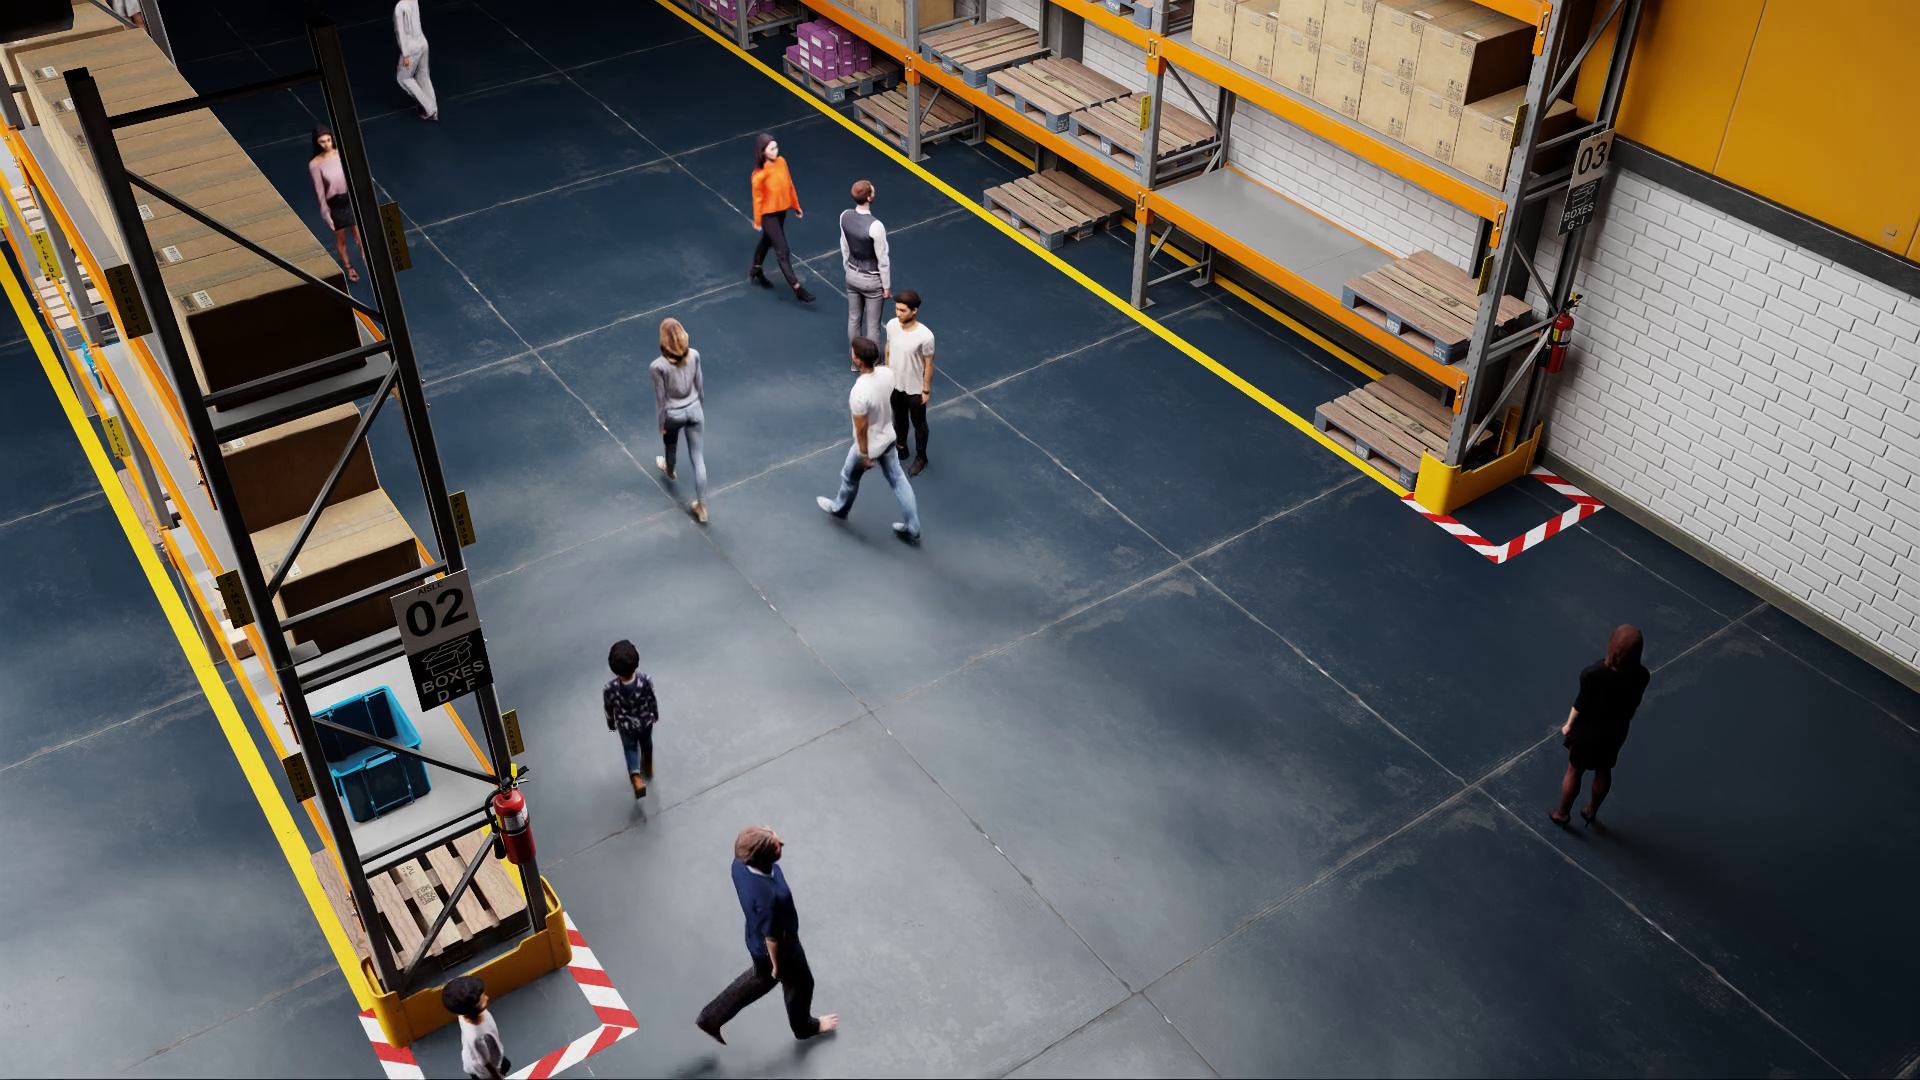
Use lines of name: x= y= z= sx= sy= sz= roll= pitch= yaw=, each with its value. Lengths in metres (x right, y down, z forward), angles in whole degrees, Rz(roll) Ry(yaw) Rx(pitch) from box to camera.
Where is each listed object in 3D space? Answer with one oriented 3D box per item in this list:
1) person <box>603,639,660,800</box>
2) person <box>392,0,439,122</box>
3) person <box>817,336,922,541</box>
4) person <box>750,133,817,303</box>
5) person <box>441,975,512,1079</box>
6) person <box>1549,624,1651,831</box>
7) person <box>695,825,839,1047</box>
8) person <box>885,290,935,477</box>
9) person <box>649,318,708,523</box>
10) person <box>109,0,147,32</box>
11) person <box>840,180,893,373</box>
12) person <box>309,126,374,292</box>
person: x=-2.183 y=1.211 z=11.142 sx=0.632 sy=1.239 sz=0.806 roll=-10 pitch=40 yaw=-13
person: x=-6.292 y=-5.703 z=19.383 sx=0.797 sy=1.760 sz=0.749 roll=12 pitch=40 yaw=14
person: x=-0.605 y=-0.752 z=13.141 sx=1.261 sy=1.813 sz=0.906 roll=27 pitch=46 yaw=30
person: x=-1.896 y=-3.178 z=16.267 sx=1.205 sy=1.703 sz=0.959 roll=19 pitch=42 yaw=22
person: x=-2.677 y=2.824 z=9.113 sx=0.610 sy=1.252 sz=0.535 roll=-15 pitch=41 yaw=-17
person: x=4.132 y=1.225 z=10.752 sx=0.659 sy=1.705 sz=0.671 roll=-1 pitch=39 yaw=-2
person: x=-1.134 y=2.274 z=9.325 sx=0.851 sy=1.846 sz=1.042 roll=-16 pitch=41 yaw=-19
person: x=-0.427 y=-1.343 z=13.954 sx=0.595 sy=1.722 sz=0.750 roll=24 pitch=44 yaw=27
person: x=-2.202 y=-0.936 z=13.417 sx=0.672 sy=1.756 sz=1.118 roll=-21 pitch=43 yaw=-24
person: x=-10.392 y=-6.785 z=20.728 sx=0.767 sy=1.773 sz=0.750 roll=22 pitch=43 yaw=25
person: x=-0.858 y=-2.377 z=15.076 sx=0.602 sy=1.938 sz=0.785 roll=26 pitch=45 yaw=29
person: x=-6.095 y=-3.234 z=16.290 sx=0.659 sy=1.761 sz=1.103 roll=-26 pitch=45 yaw=-29
